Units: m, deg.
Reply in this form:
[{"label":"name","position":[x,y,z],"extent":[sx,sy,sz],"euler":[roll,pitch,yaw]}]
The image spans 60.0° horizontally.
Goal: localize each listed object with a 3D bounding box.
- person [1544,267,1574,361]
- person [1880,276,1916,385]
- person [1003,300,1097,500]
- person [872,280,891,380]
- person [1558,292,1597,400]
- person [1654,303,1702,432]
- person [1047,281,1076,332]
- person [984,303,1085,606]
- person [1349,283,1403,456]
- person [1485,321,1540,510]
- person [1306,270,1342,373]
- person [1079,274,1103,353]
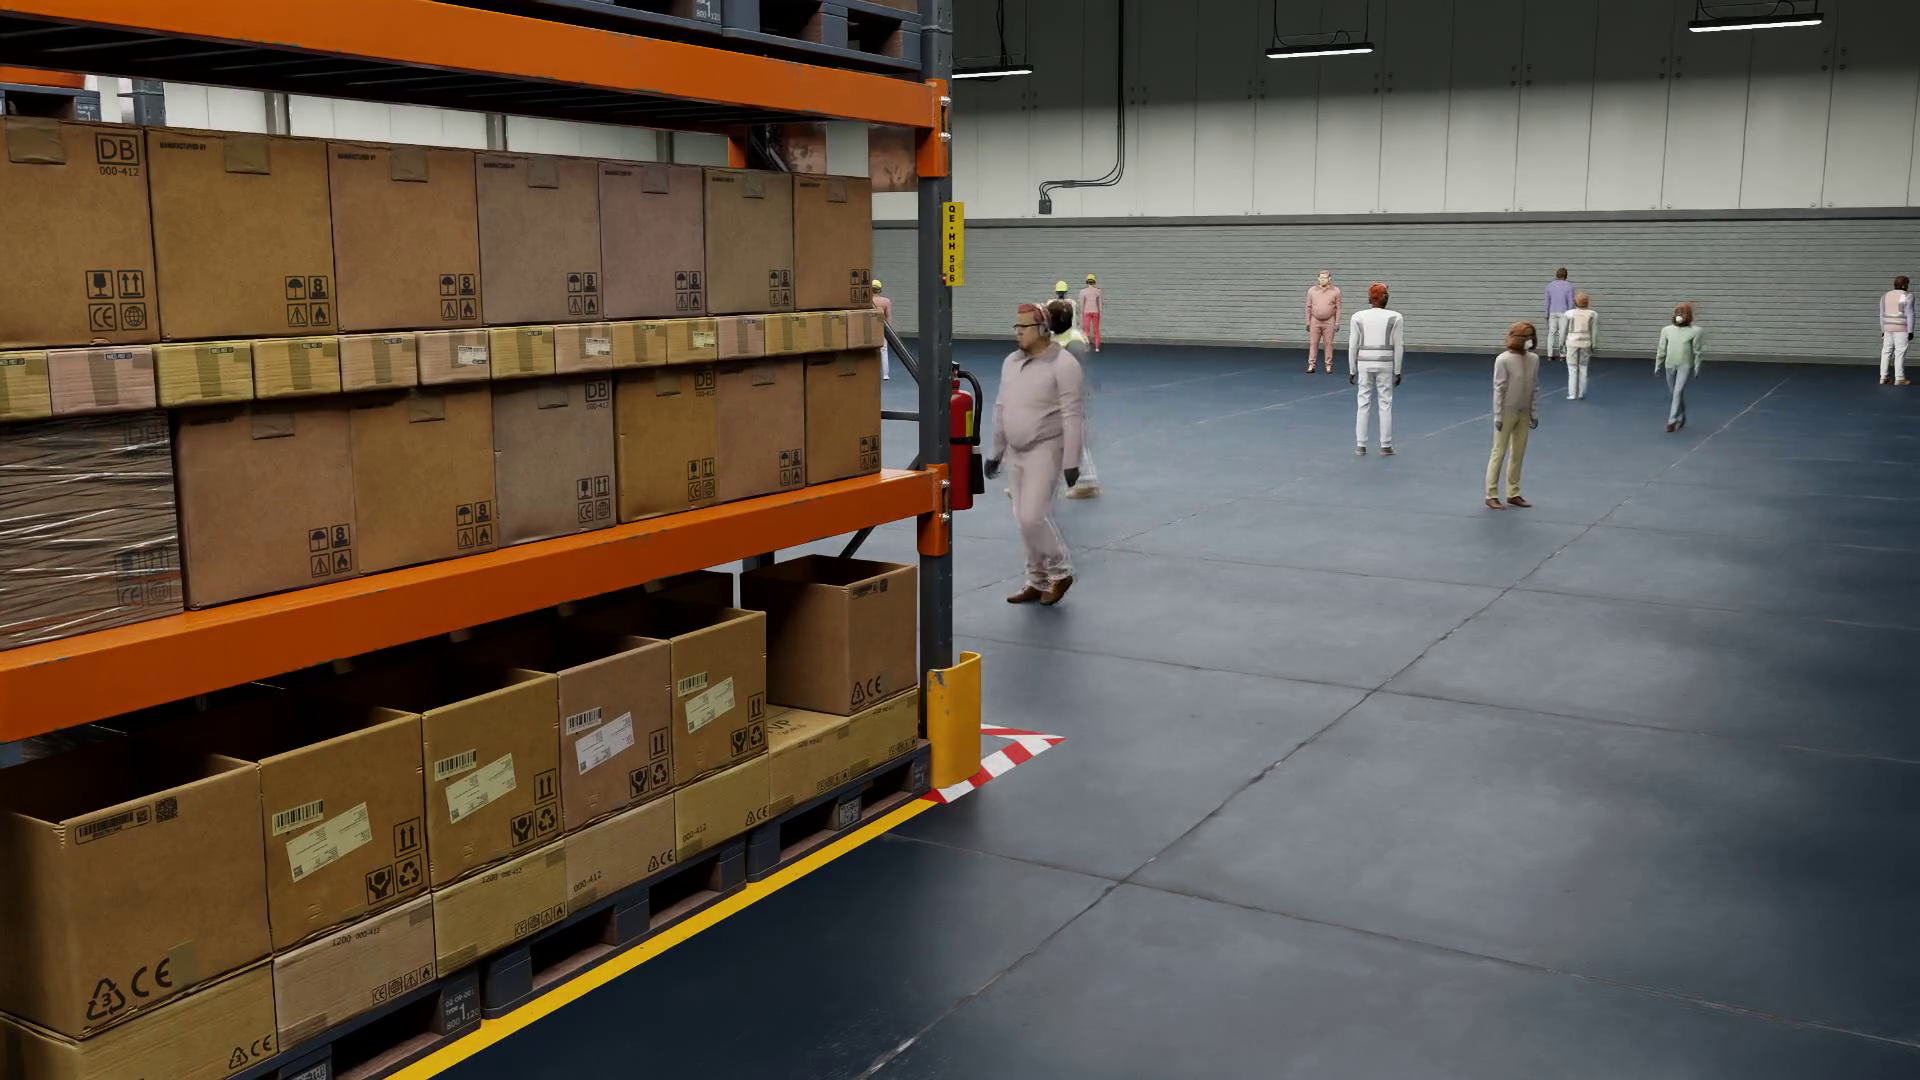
[{"label":"person","position":[12.470,-4.692,34.605],"extent":[0.374,1.941,0.627],"euler":[-10,14,-44]},{"label":"person","position":[15.923,-3.554,28.228],"extent":[0.429,1.845,0.627],"euler":[-4,10,-22]},{"label":"person","position":[0.833,-1.220,14.729],"extent":[0.928,1.798,0.630],"euler":[-2,10,-12]},{"label":"person","position":[-1.464,-3.673,29.174],"extent":[0.524,1.760,0.327],"euler":[-1,10,-9]},{"label":"person","position":[9.377,-2.941,25.271],"extent":[0.525,1.635,0.435],"euler":[1,10,8]},{"label":"person","position":[9.004,-2.161,20.815],"extent":[0.505,1.602,0.849],"euler":[9,13,43]},{"label":"person","position":[1.769,-3.650,29.080],"extent":[0.523,1.748,0.438],"euler":[0,10,0]},{"label":"person","position":[0.448,-0.525,10.354],"extent":[0.434,1.888,0.647],"euler":[-7,12,-34]},{"label":"person","position":[4.536,-1.858,18.173],"extent":[0.574,1.884,0.358],"euler":[4,10,22]},{"label":"person","position":[4.784,-1.071,14.338],"extent":[0.500,1.626,0.302],"euler":[-5,11,-27]},{"label":"person","position":[6.744,-4.043,30.901],"extent":[0.642,1.909,0.399],"euler":[3,10,17]},{"label":"person","position":[2.952,-5.108,37.557],"extent":[0.532,1.765,0.323],"euler":[-1,10,-7]}]
